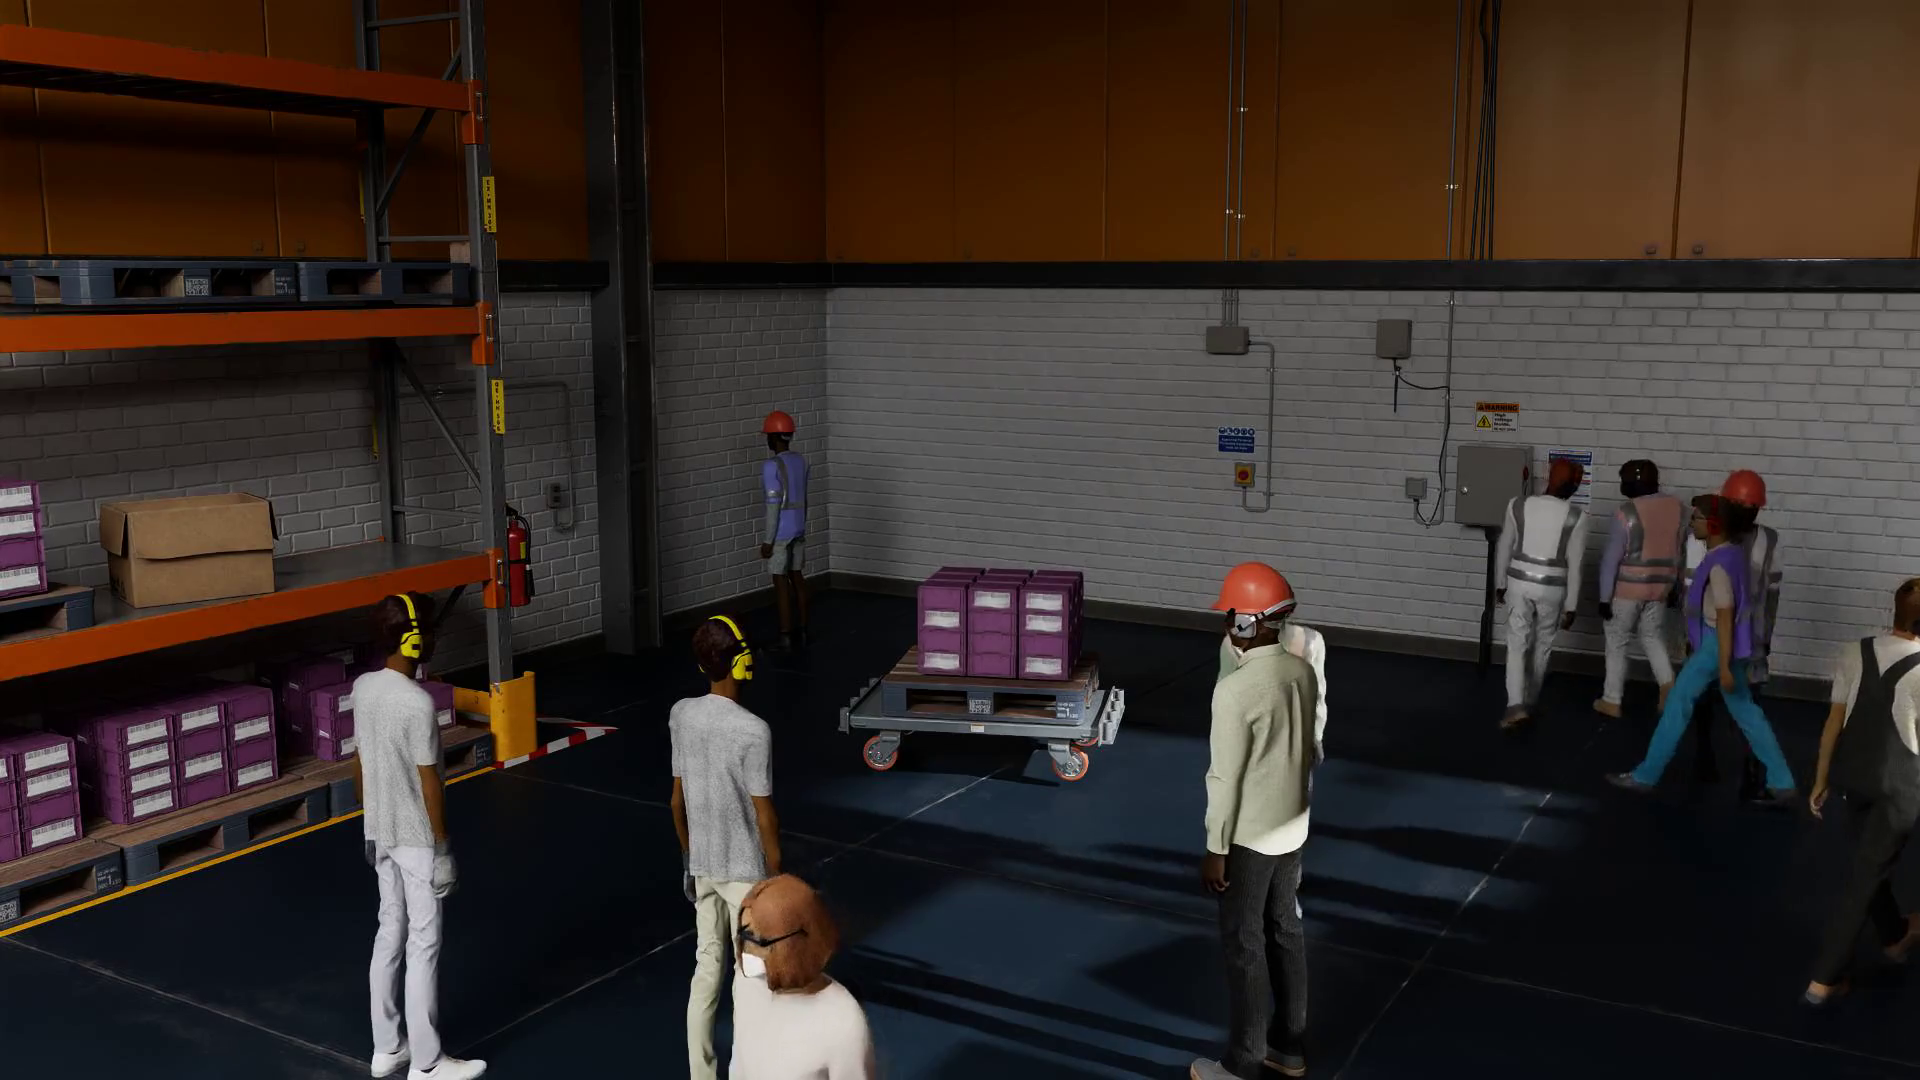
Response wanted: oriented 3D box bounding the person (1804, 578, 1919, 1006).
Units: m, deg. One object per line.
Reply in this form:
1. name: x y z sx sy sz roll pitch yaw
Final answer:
1. person: 3.932 1.033 6.954 0.966 1.788 0.526 -5 11 -30

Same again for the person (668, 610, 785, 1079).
1. person: -0.791 1.168 5.850 0.513 1.877 0.328 7 11 37

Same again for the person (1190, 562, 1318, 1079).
1. person: 1.088 1.066 6.162 0.404 1.987 0.608 7 12 39

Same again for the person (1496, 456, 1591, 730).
1. person: 3.840 0.352 11.069 0.633 1.845 0.833 5 10 29

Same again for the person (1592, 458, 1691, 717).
1. person: 4.582 0.342 11.212 0.647 1.808 0.618 -2 9 -12

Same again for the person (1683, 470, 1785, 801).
1. person: 4.483 0.546 9.645 0.552 1.895 0.888 2 9 13

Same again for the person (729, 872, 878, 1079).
1. person: -0.352 1.578 4.175 0.820 1.593 0.505 -8 12 -40

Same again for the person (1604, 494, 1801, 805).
1. person: 4.322 0.628 9.490 1.019 1.796 0.560 6 11 33

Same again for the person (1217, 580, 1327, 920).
1. person: 1.462 0.978 7.816 0.538 1.619 0.568 1 9 4

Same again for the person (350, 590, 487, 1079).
1. person: -2.052 1.114 6.202 0.534 1.868 0.310 7 12 39

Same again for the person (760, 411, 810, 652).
1. person: -1.436 -0.071 13.385 0.373 1.934 0.551 5 10 27
